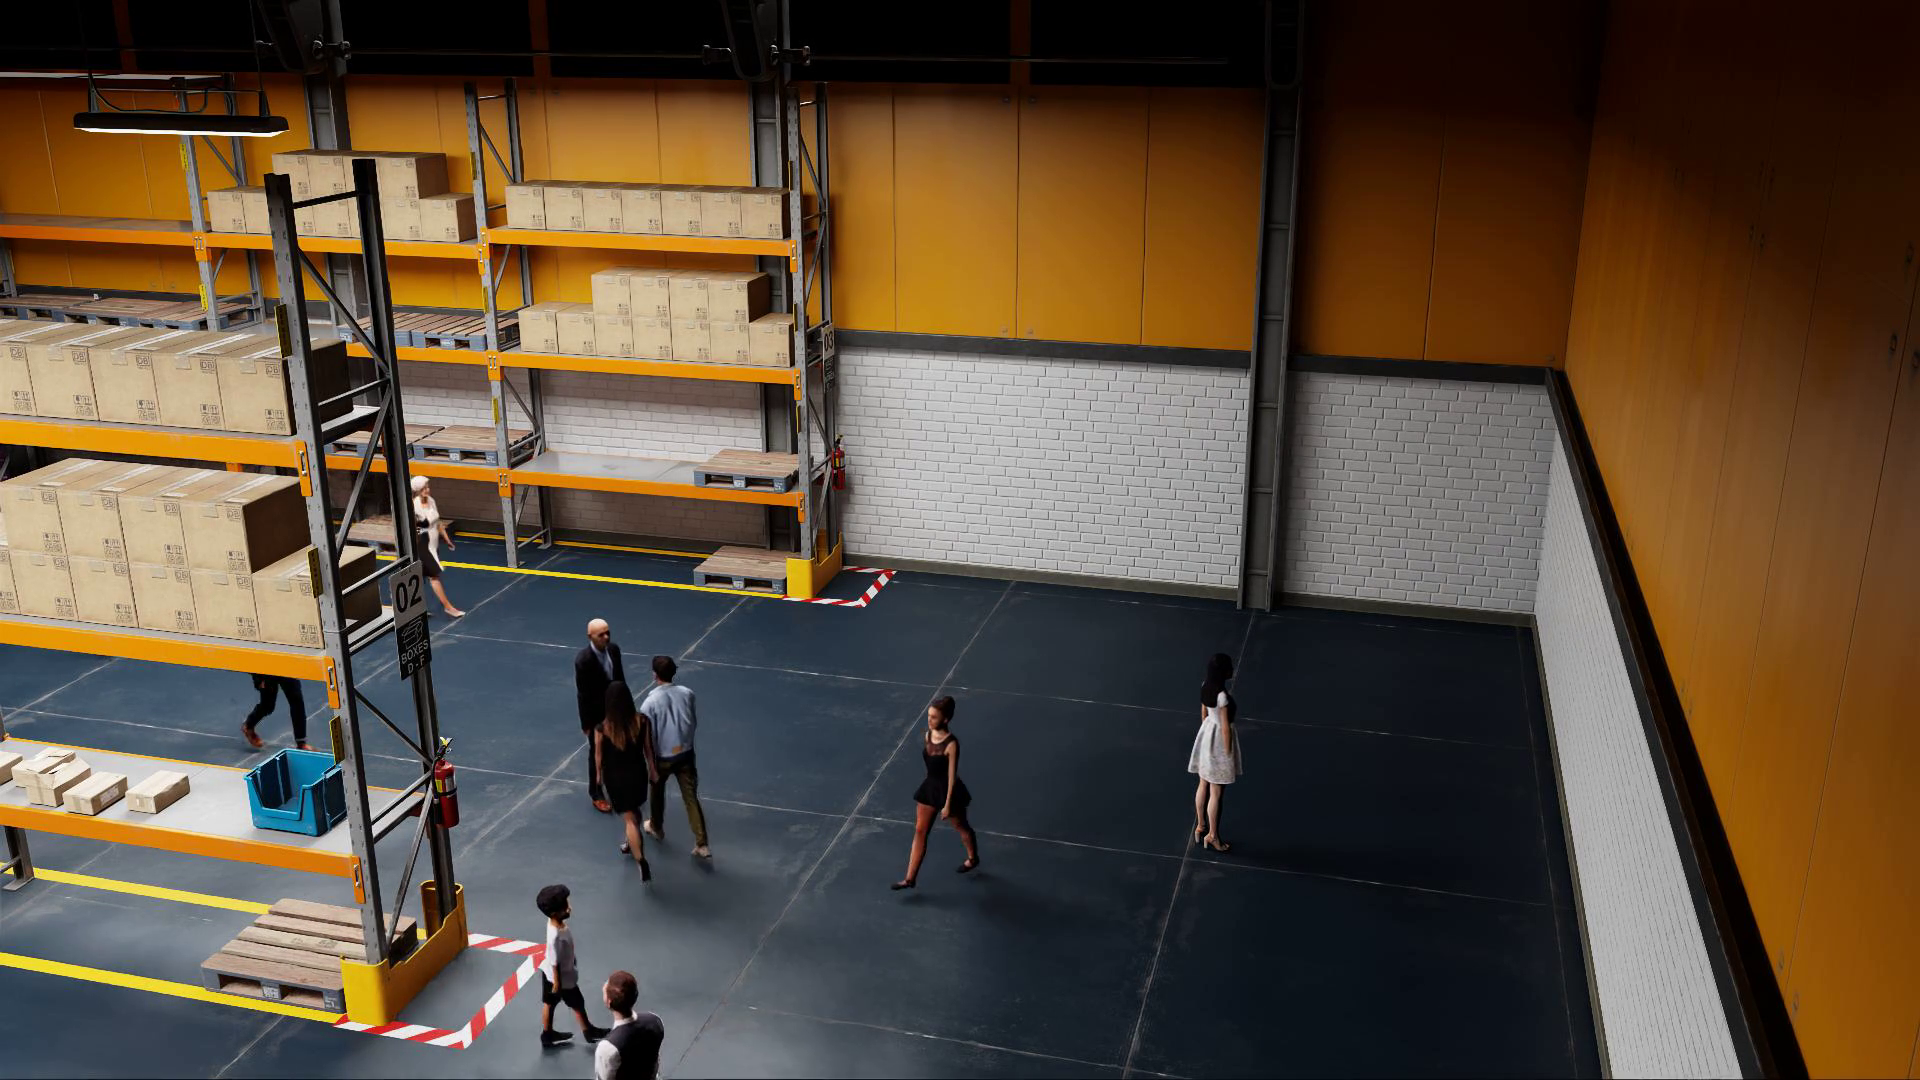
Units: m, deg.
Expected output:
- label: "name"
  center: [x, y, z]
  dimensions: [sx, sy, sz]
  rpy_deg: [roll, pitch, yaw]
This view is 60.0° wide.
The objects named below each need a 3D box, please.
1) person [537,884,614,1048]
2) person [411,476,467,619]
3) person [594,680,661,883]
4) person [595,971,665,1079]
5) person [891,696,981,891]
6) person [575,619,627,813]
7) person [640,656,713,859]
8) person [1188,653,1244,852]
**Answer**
- label: "person"
  center: [-2.842, 2.973, 11.523]
  dimensions: [0.821, 1.241, 0.705]
  rpy_deg: [-6, 19, -17]
- label: "person"
  center: [-6.283, 0.099, 19.307]
  dimensions: [0.972, 1.719, 0.640]
  rpy_deg: [4, 19, 10]
- label: "person"
  center: [-2.715, 2.024, 13.665]
  dimensions: [1.020, 1.672, 1.109]
  rpy_deg: [-11, 22, -29]
- label: "person"
  center: [-1.813, 3.325, 9.403]
  dimensions: [0.725, 1.926, 0.754]
  rpy_deg: [13, 22, 33]
- label: "person"
  center: [-0.066, 2.070, 13.607]
  dimensions: [1.064, 1.621, 1.101]
  rpy_deg: [-14, 23, -36]
- label: "person"
  center: [-3.202, 1.534, 14.921]
  dimensions: [0.720, 1.799, 0.753]
  rpy_deg: [13, 23, 34]
- label: "person"
  center: [-2.370, 1.858, 14.001]
  dimensions: [1.163, 1.772, 1.257]
  rpy_deg: [-12, 22, -32]
- label: "person"
  center: [2.182, 1.794, 14.187]
  dimensions: [0.807, 1.774, 0.771]
  rpy_deg: [-6, 19, -16]
